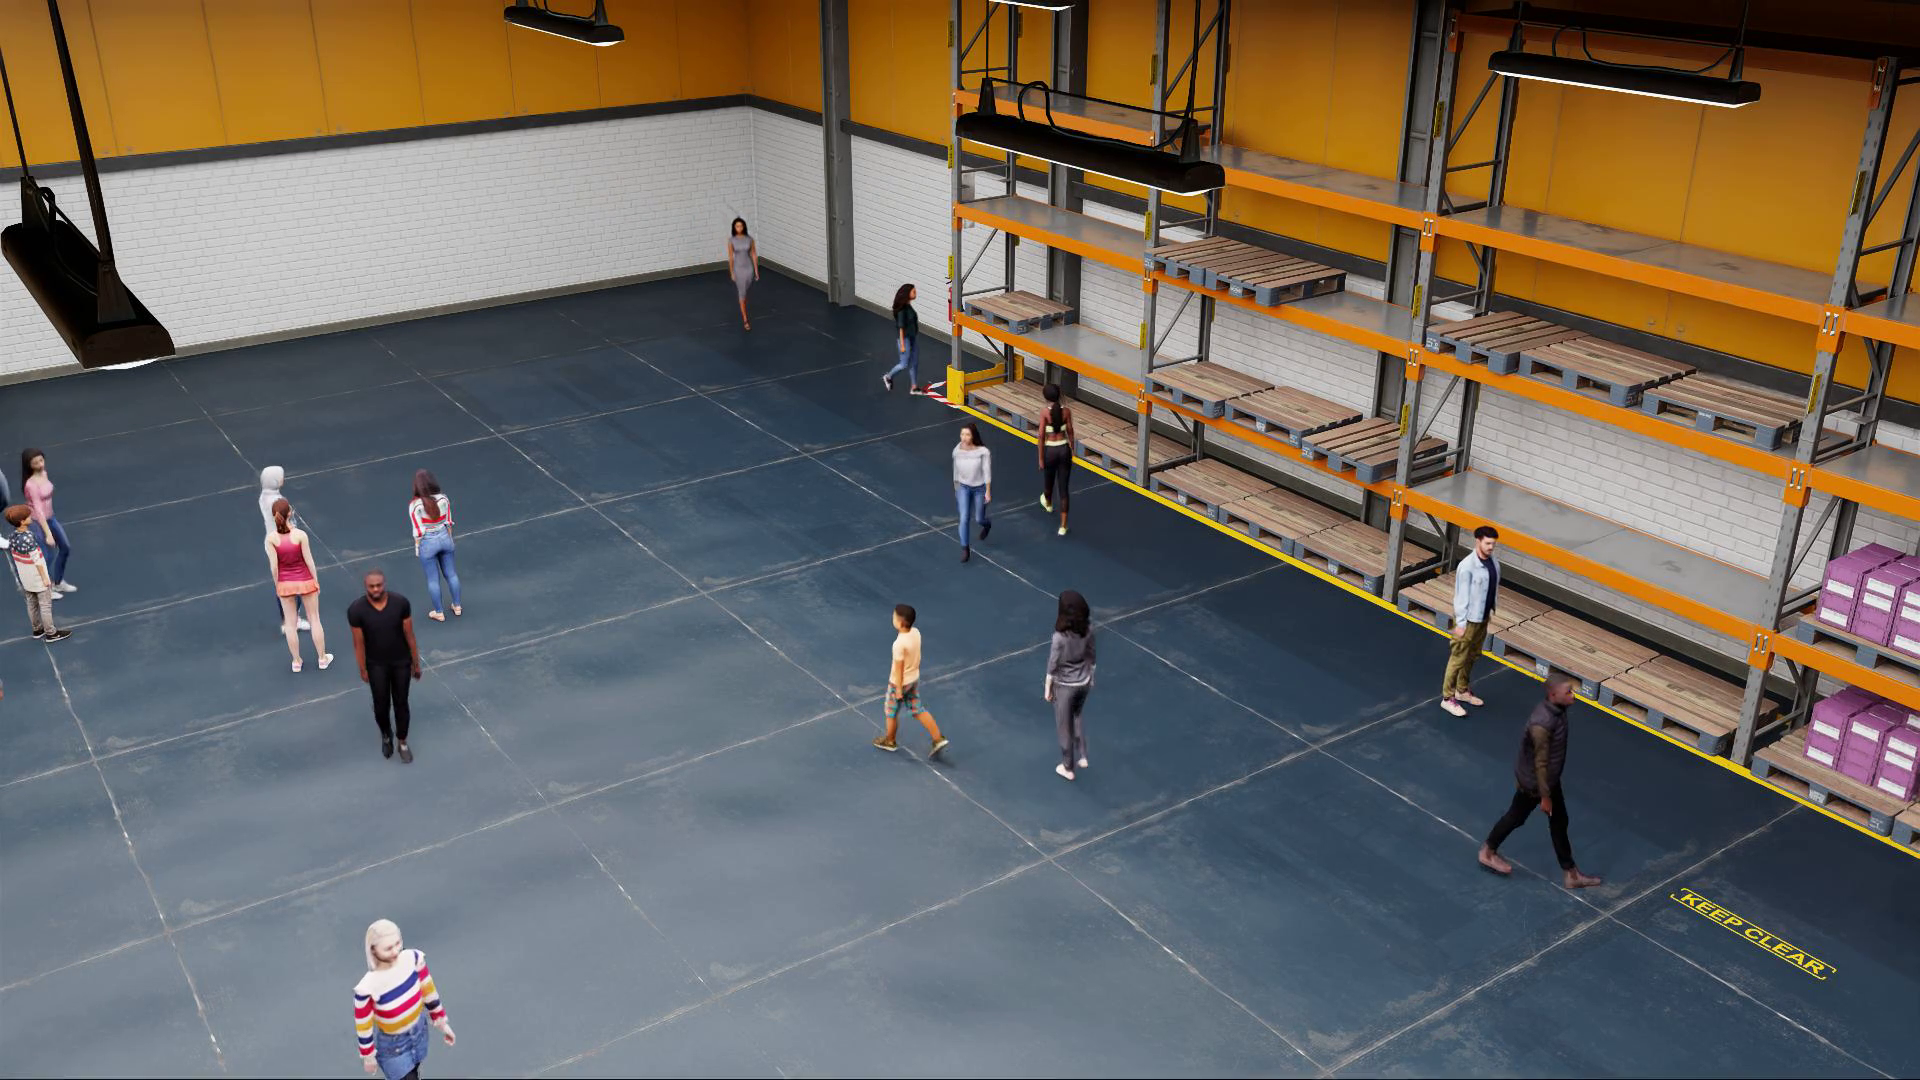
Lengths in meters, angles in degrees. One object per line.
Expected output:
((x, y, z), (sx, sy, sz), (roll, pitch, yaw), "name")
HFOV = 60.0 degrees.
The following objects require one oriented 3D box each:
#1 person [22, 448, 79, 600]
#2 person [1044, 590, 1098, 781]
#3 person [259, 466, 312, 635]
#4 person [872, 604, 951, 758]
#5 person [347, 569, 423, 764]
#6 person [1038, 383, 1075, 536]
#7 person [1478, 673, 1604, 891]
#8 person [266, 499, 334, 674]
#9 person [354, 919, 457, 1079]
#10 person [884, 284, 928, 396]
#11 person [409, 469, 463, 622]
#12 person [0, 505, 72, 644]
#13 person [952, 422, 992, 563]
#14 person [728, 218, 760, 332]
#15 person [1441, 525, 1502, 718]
((-9.570, -0.167, 17.270), (0.805, 1.716, 0.743), (-5, 24, -12), "person")
((0.985, 1.263, 13.949), (0.625, 1.754, 0.618), (-13, 27, -27), "person")
((-6.817, 0.134, 16.521), (0.713, 1.763, 0.564), (-21, 31, -40), "person")
((-0.413, 1.236, 14.408), (1.016, 1.437, 0.762), (14, 27, 29), "person")
((-4.950, 1.047, 14.374), (0.694, 1.809, 0.683), (-12, 26, -26), "person")
((1.115, -0.881, 18.934), (0.997, 1.690, 1.254), (-2, 24, -4), "person")
((4.314, 1.821, 12.641), (1.266, 1.780, 0.969), (17, 29, 34), "person")
((-6.339, 0.424, 15.870), (0.645, 1.754, 0.667), (-5, 24, -12), "person")
((-3.405, 2.999, 9.967), (1.189, 1.764, 0.982), (11, 26, 24), "person")
((-0.801, -2.816, 23.466), (0.964, 1.606, 0.856), (9, 25, 19), "person")
((-5.339, 0.041, 16.923), (0.597, 1.612, 0.523), (-18, 30, -36), "person")
((-9.202, 0.318, 16.504), (0.546, 1.439, 0.648), (13, 27, 27), "person")
((0.159, -0.561, 18.303), (0.933, 1.610, 0.953), (10, 25, 21), "person")
((-3.470, -4.268, 26.633), (0.768, 1.731, 1.160), (-8, 25, -18), "person")
((4.661, 0.705, 15.157), (0.681, 1.809, 0.568), (-18, 29, -35), "person")
